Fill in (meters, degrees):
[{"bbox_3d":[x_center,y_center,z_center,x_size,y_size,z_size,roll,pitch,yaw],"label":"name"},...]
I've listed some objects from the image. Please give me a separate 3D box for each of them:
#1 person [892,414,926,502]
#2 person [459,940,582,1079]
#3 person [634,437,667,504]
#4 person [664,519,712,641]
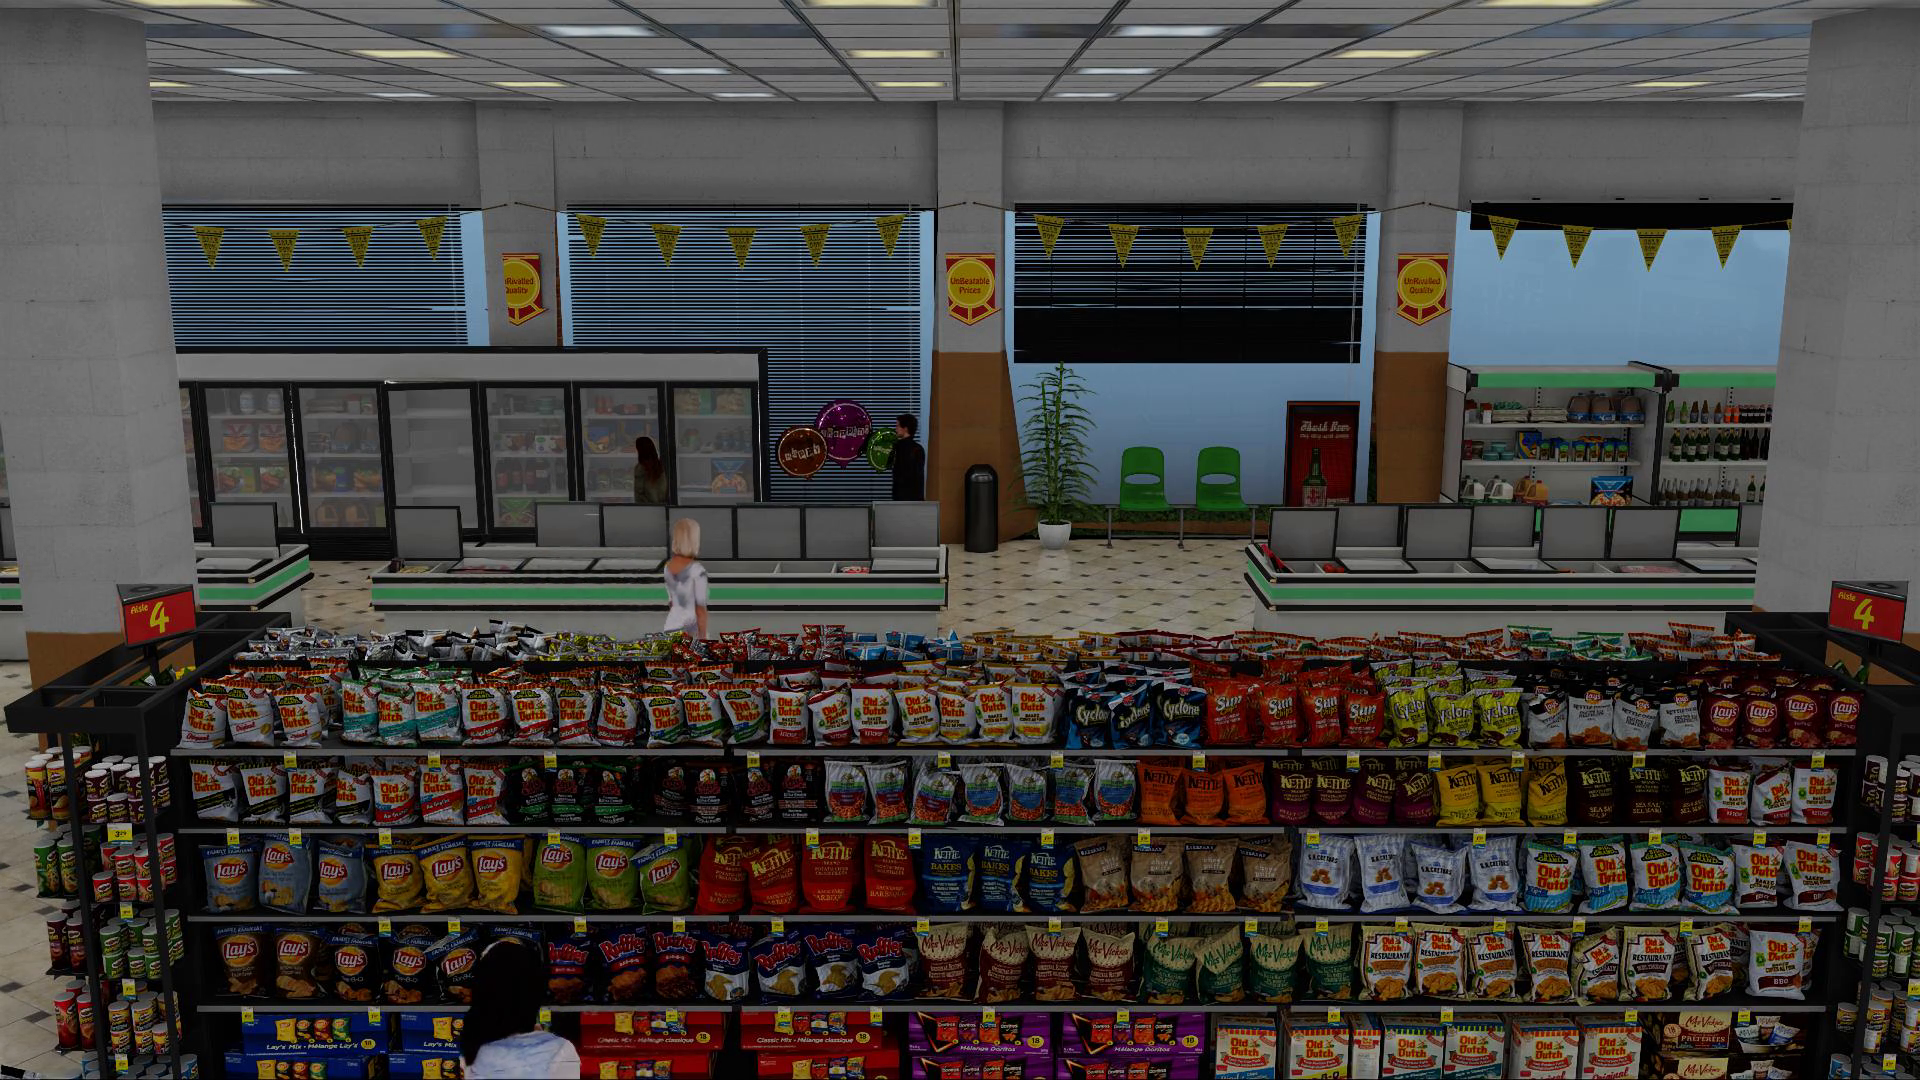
[{"bbox_3d":[-0.502,-0.366,16.857,0.612,1.840,0.733,2,12,8],"label":"person"},{"bbox_3d":[-1.286,2.137,5.111,0.770,1.781,0.881,5,13,24],"label":"person"},{"bbox_3d":[-3.307,-0.372,17.774,0.652,1.473,0.642,7,14,29],"label":"person"},{"bbox_3d":[-2.000,0.727,11.919,0.740,1.734,0.802,8,14,33],"label":"person"}]
